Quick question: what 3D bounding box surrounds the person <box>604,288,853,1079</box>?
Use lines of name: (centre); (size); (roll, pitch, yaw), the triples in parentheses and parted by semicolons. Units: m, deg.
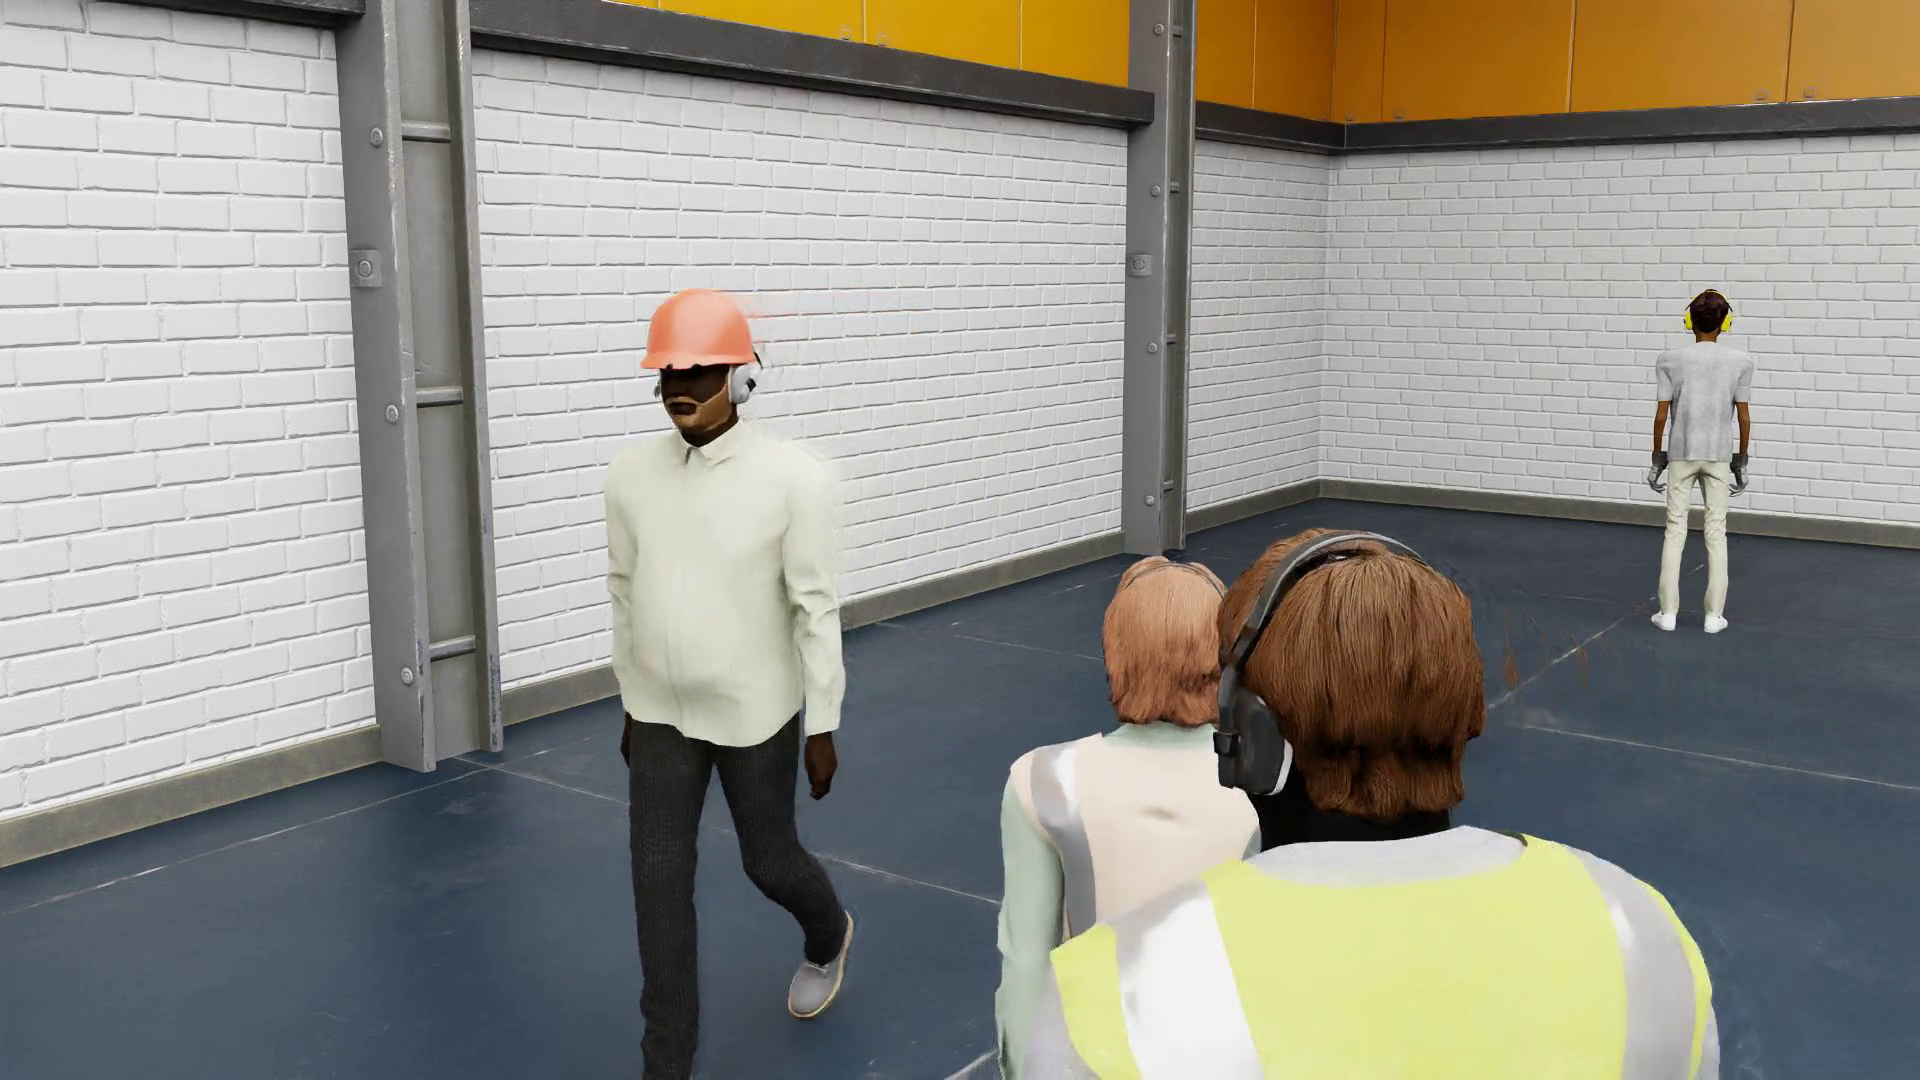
person: (-0.546, 0.376, 4.038); (0.622, 1.968, 0.895); (3, 10, 19)

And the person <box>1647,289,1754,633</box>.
person: (4.034, -0.423, 9.079); (0.511, 1.868, 0.328); (3, 10, 19)

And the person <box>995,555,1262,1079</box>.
person: (0.316, 0.825, 2.483); (0.522, 1.602, 0.879); (2, 10, 9)

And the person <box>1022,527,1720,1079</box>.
person: (0.361, 0.895, 1.422); (0.640, 1.814, 0.909); (-2, 10, -13)
